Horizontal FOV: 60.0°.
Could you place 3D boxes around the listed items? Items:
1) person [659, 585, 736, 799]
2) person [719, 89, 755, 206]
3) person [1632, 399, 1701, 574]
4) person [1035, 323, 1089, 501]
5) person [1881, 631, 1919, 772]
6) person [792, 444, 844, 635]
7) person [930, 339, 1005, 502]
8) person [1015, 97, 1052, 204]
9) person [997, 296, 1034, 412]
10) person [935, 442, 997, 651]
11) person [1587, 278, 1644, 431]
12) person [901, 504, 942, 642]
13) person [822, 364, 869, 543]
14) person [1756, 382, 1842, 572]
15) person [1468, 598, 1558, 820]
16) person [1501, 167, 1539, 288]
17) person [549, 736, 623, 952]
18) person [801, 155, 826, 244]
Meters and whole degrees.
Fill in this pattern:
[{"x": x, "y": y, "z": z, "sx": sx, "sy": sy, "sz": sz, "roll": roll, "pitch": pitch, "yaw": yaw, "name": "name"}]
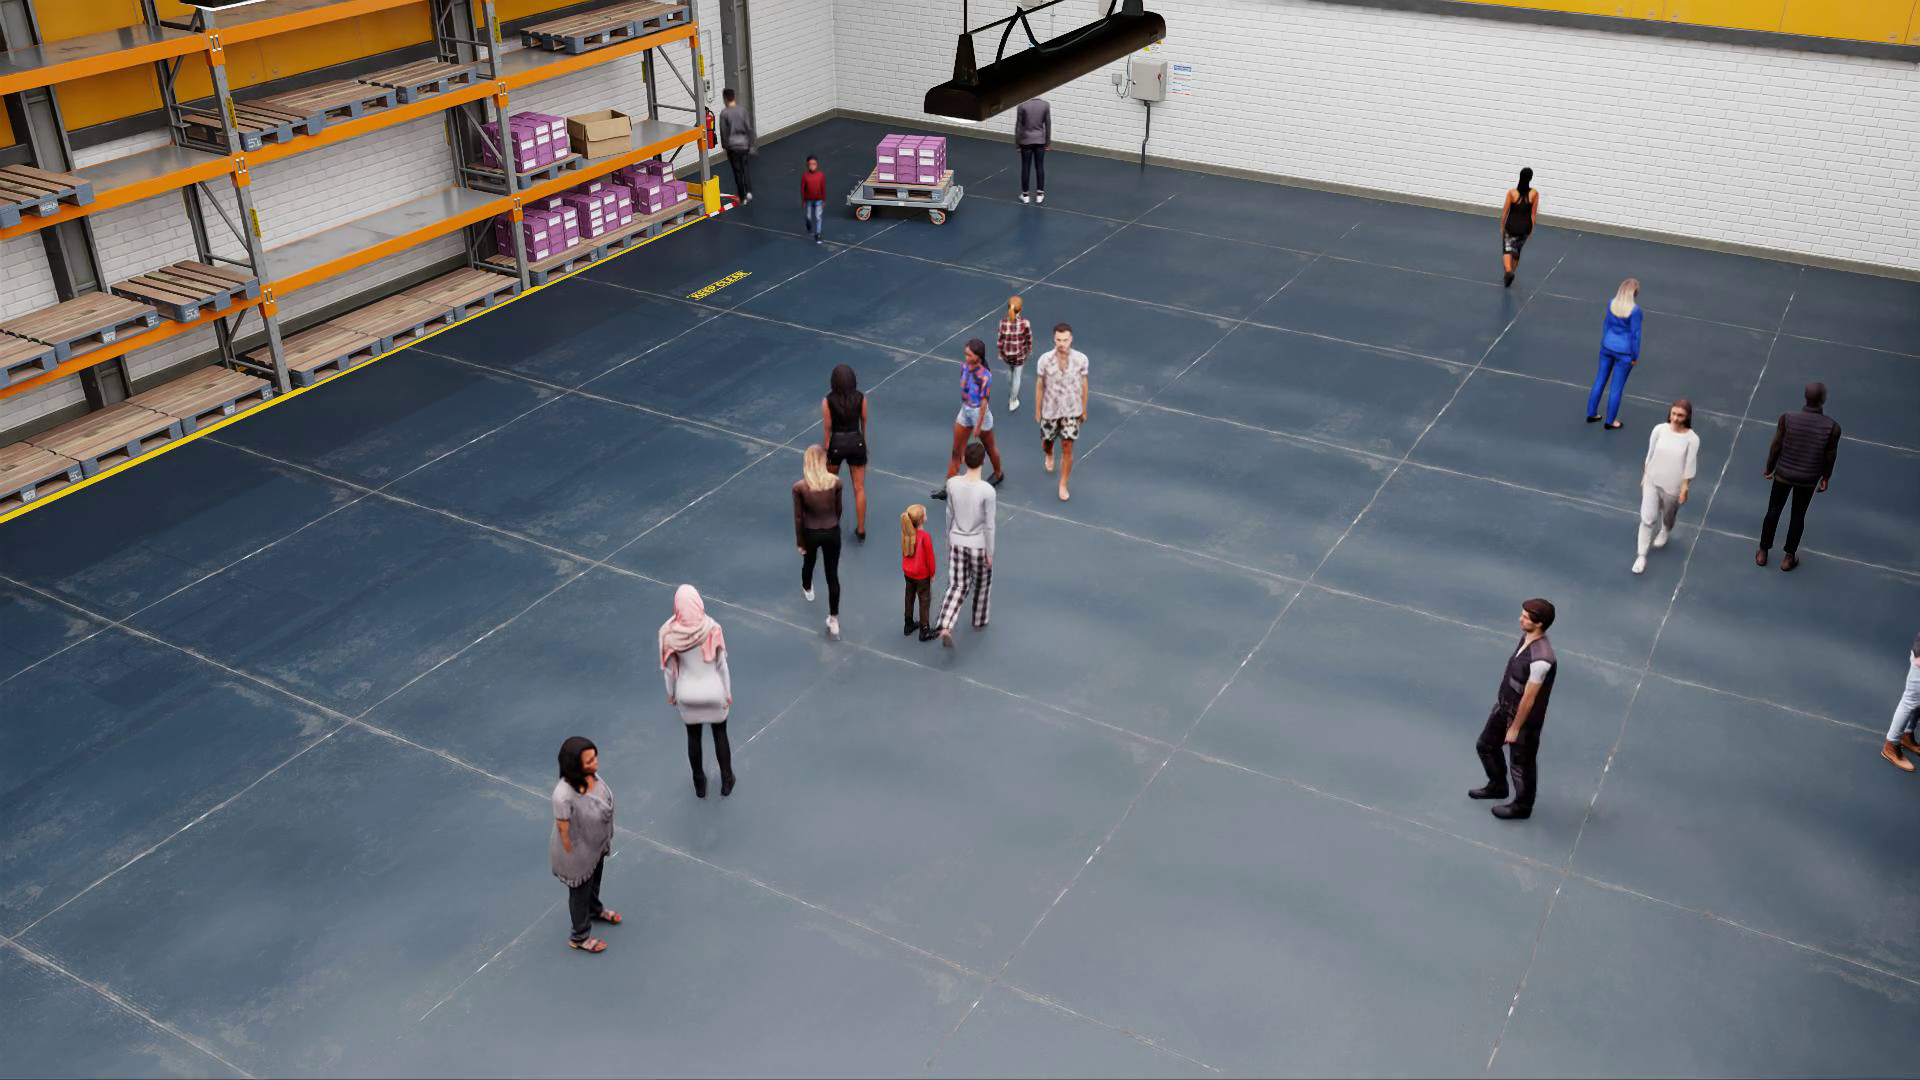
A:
[{"x": -1.914, "y": 1.139, "z": 12.217, "sx": 0.750, "sy": 1.803, "sz": 0.781, "roll": -2, "pitch": 29, "yaw": -4, "name": "person"}, {"x": -3.361, "y": -5.945, "z": 25.262, "sx": 0.746, "sy": 1.747, "sz": 0.830, "roll": -10, "pitch": 30, "yaw": -18, "name": "person"}, {"x": 6.579, "y": -0.550, "z": 15.462, "sx": 0.645, "sy": 1.661, "sz": 1.079, "roll": 17, "pitch": 33, "yaw": 29, "name": "person"}, {"x": 1.020, "y": -1.358, "z": 16.805, "sx": 0.963, "sy": 1.793, "sz": 1.127, "roll": 1, "pitch": 29, "yaw": 2, "name": "person"}, {"x": 7.410, "y": 0.872, "z": 12.672, "sx": 0.653, "sy": 1.836, "sz": 0.796, "roll": -18, "pitch": 33, "yaw": -30, "name": "person"}, {"x": -1.176, "y": 0.031, "z": 14.411, "sx": 1.041, "sy": 1.647, "sz": 1.152, "roll": -6, "pitch": 29, "yaw": -11, "name": "person"}, {"x": 0.236, "y": -1.203, "z": 16.630, "sx": 1.249, "sy": 1.687, "sz": 0.846, "roll": -23, "pitch": 36, "yaw": -36, "name": "person"}, {"x": 1.112, "y": -6.071, "z": 25.424, "sx": 0.795, "sy": 1.814, "sz": 0.790, "roll": -1, "pitch": 29, "yaw": -2, "name": "person"}, {"x": 0.607, "y": -2.075, "z": 18.666, "sx": 0.674, "sy": 1.270, "sz": 0.941, "roll": 8, "pitch": 30, "yaw": 14, "name": "person"}, {"x": 0.050, "y": 0.088, "z": 14.125, "sx": 0.712, "sy": 1.821, "sz": 1.057, "roll": 11, "pitch": 31, "yaw": 20, "name": "person"}, {"x": 7.170, "y": -2.044, "z": 18.160, "sx": 0.706, "sy": 1.700, "sz": 0.705, "roll": -16, "pitch": 32, "yaw": -27, "name": "person"}, {"x": -0.365, "y": 0.265, "z": 14.363, "sx": 0.531, "sy": 1.281, "sz": 0.539, "roll": 22, "pitch": 36, "yaw": 35, "name": "person"}, {"x": -1.064, "y": -0.792, "z": 15.875, "sx": 1.130, "sy": 1.689, "sz": 1.195, "roll": -7, "pitch": 29, "yaw": -13, "name": "person"}, {"x": 7.722, "y": -0.596, "z": 15.365, "sx": 0.695, "sy": 1.835, "sz": 0.541, "roll": 16, "pitch": 33, "yaw": 27, "name": "person"}, {"x": 4.151, "y": 1.246, "z": 11.987, "sx": 0.847, "sy": 1.835, "sz": 0.772, "roll": 0, "pitch": 29, "yaw": 0, "name": "person"}, {"x": 7.383, "y": -4.111, "z": 22.005, "sx": 0.788, "sy": 1.646, "sz": 0.969, "roll": 4, "pitch": 29, "yaw": 7, "name": "person"}, {"x": -2.491, "y": 1.959, "z": 10.920, "sx": 0.788, "sy": 1.605, "sz": 0.703, "roll": 5, "pitch": 29, "yaw": 9, "name": "person"}, {"x": -2.108, "y": -4.918, "z": 23.906, "sx": 0.762, "sy": 1.242, "sz": 0.858, "roll": -3, "pitch": 29, "yaw": -6, "name": "person"}]
